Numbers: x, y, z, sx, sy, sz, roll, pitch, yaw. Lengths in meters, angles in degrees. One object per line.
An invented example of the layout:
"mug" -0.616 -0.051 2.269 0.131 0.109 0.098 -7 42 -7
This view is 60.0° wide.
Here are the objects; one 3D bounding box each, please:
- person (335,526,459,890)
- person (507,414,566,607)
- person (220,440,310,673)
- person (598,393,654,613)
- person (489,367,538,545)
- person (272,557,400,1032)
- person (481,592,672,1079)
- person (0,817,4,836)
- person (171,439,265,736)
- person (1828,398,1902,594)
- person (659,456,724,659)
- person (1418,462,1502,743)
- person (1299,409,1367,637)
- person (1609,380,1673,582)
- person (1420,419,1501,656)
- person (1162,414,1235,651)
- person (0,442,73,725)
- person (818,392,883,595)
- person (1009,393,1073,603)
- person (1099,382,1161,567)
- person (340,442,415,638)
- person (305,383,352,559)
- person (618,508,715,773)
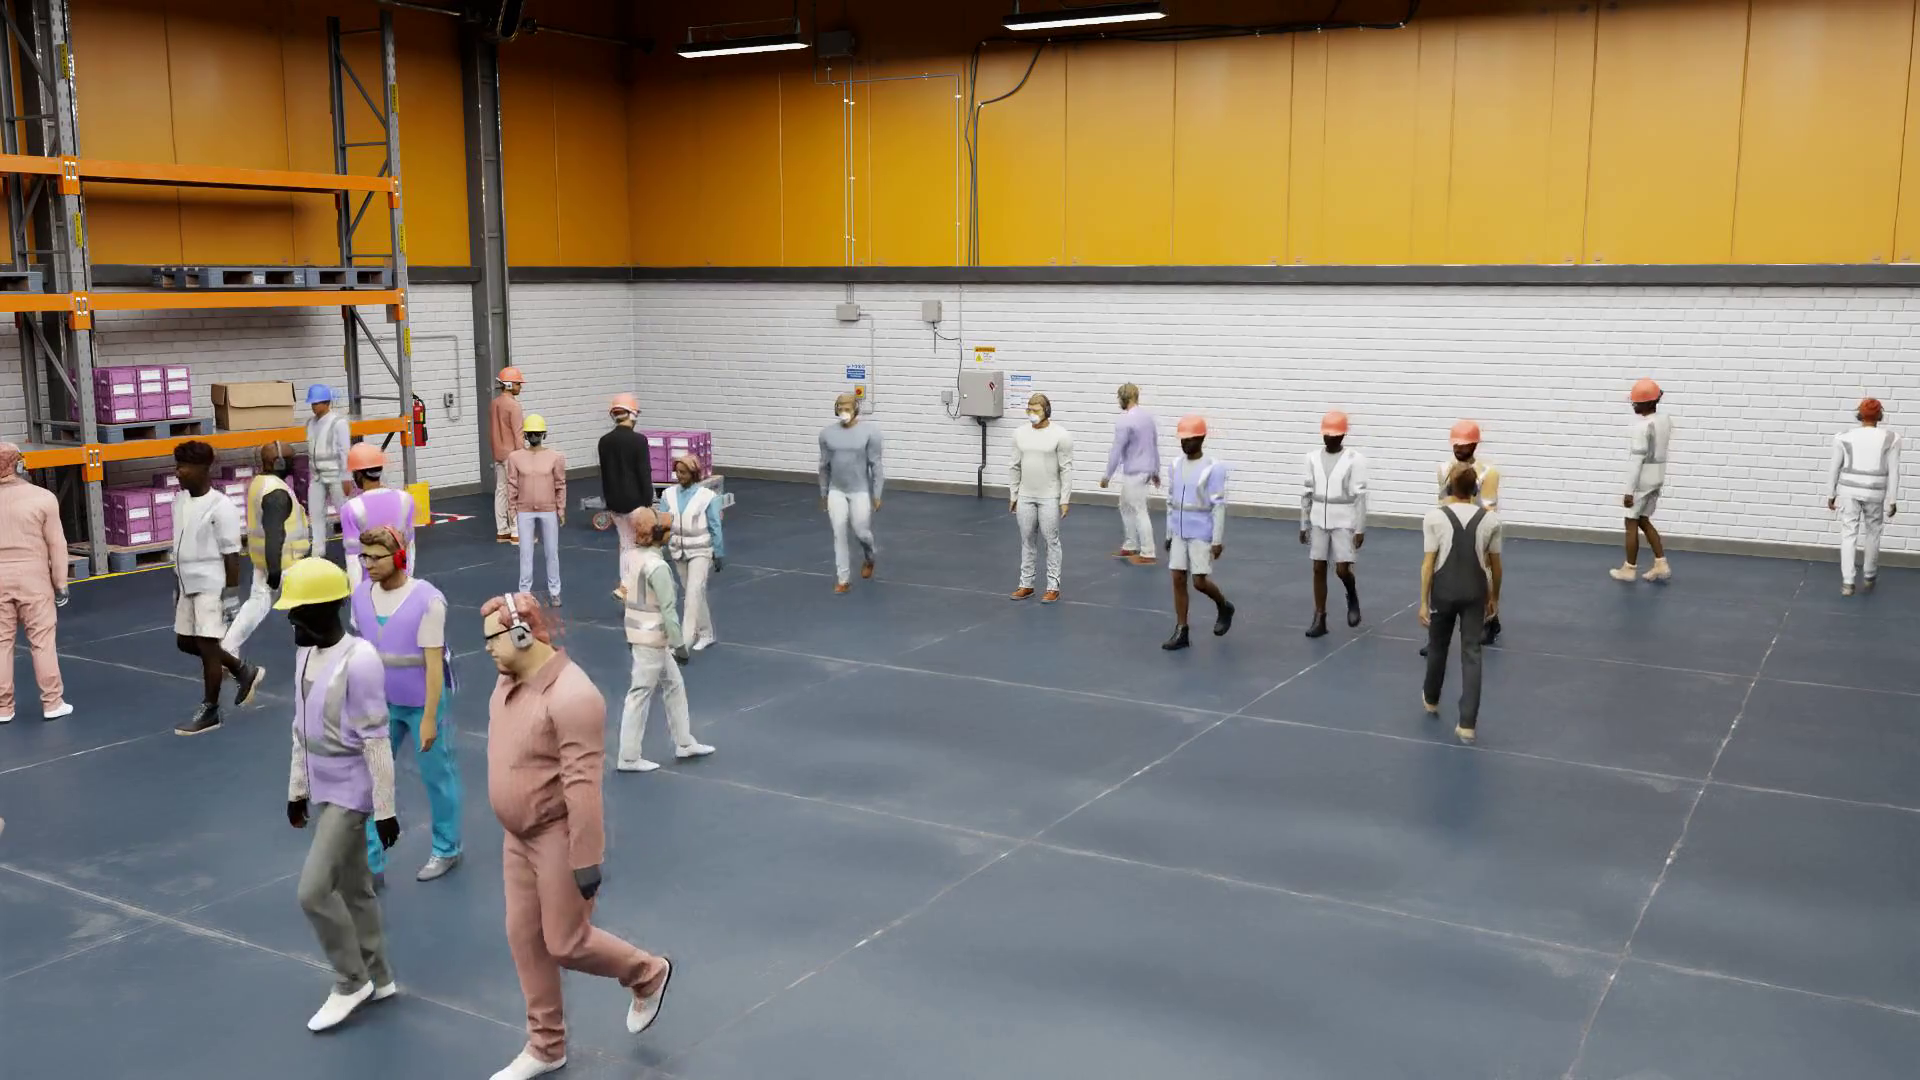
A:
"person" -2.761 0.834 8.100 0.588 1.811 0.802 4 10 22
"person" -3.835 -0.260 15.091 0.525 1.772 0.308 -1 9 -8
"person" -5.189 0.142 12.523 0.979 1.799 0.635 -6 11 -33
"person" -2.951 -0.324 14.861 0.640 1.967 0.465 7 11 36
"person" -5.043 -0.945 18.671 0.392 1.991 0.613 -9 12 -43
"person" -2.551 1.016 6.678 0.569 1.906 0.624 -8 12 -42
"person" -1.480 1.105 6.310 0.680 1.867 0.659 -8 12 -42
"person" -5.354 0.829 8.269 0.610 1.780 0.953 3 10 20
"person" -4.977 0.293 11.060 0.623 1.953 0.635 6 11 34
"person" 8.653 -0.432 15.939 0.595 1.838 0.897 5 10 29
"person" -2.166 0.139 13.121 0.514 1.594 0.857 4 10 25
"person" 3.312 0.378 11.035 0.542 1.788 0.979 1 9 8
"person" 3.128 -0.143 13.904 0.568 1.921 0.556 7 12 38
"person" 6.654 -0.556 16.265 0.664 2.007 0.591 -8 12 -39
"person" 4.069 -0.033 13.300 0.969 1.902 0.552 -8 12 -42
"person" 1.926 -0.074 13.467 0.661 1.918 0.548 -8 12 -42
"person" -6.370 0.290 11.239 0.652 1.904 0.403 -3 10 -17
"person" -1.031 -0.460 15.878 0.643 1.921 0.663 2 9 14
"person" 0.732 -0.386 15.348 0.637 1.937 0.357 5 10 30
"person" 1.767 -0.679 17.310 0.758 1.901 0.633 5 11 30
"person" -3.896 0.285 11.301 0.550 1.904 0.912 -8 12 -43
"person" -6.490 -0.684 17.313 0.615 1.917 0.857 4 10 26
"person" -1.773 0.611 10.127 0.748 1.602 0.537 -4 10 -24
